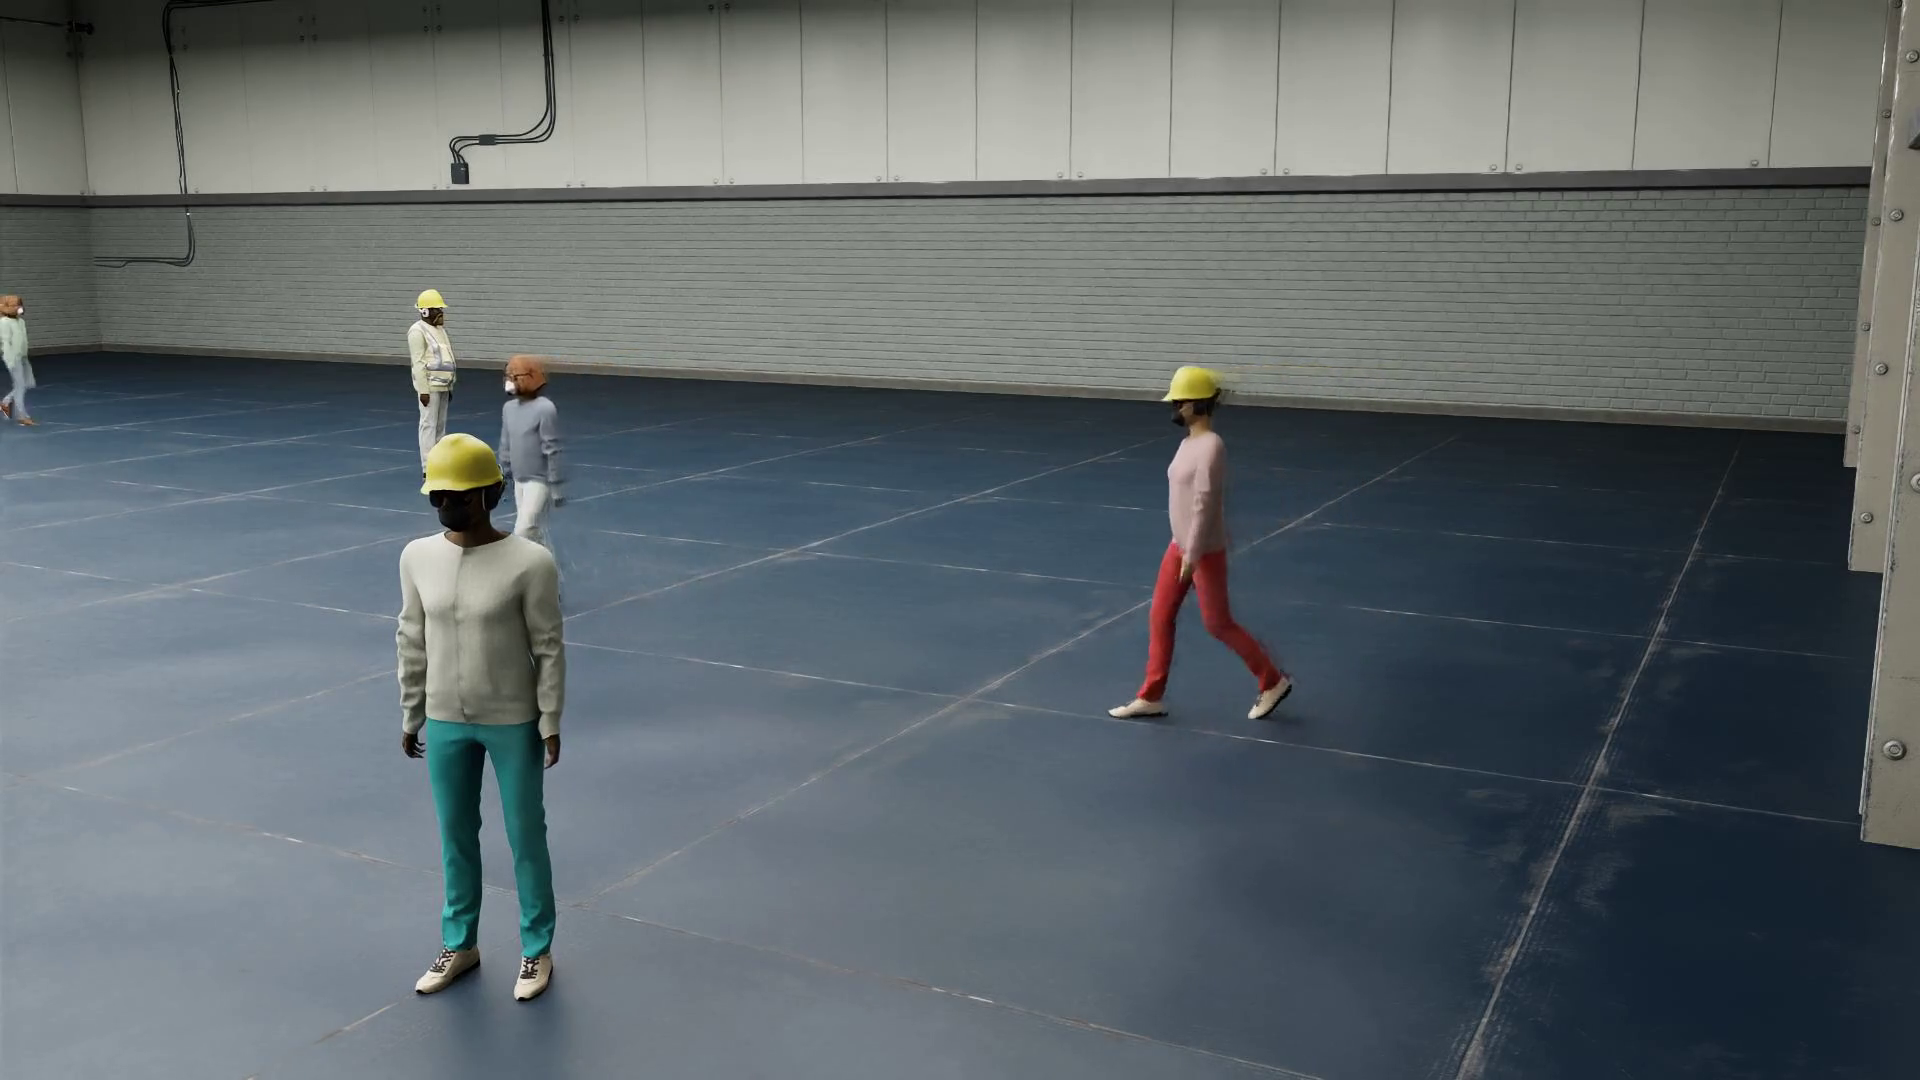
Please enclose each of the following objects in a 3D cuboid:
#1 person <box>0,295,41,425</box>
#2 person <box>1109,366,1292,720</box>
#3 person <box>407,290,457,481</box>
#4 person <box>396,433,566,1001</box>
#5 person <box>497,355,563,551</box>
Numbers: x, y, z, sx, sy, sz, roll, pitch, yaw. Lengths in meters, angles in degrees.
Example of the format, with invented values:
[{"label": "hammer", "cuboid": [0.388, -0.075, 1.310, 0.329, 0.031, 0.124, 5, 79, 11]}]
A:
[{"label": "person", "cuboid": [-11.721, -2.217, 20.593, 0.477, 1.620, 0.504, 0, 10, -1]}, {"label": "person", "cuboid": [1.187, 0.024, 8.026, 0.836, 1.736, 0.520, -2, 11, -11]}, {"label": "person", "cuboid": [-5.043, -1.479, 15.977, 0.404, 1.833, 0.588, 1, 10, 5]}, {"label": "person", "cuboid": [-1.471, 0.550, 5.094, 0.533, 1.767, 0.327, 2, 11, 10]}, {"label": "person", "cuboid": [-2.709, -0.331, 10.311, 0.518, 1.616, 0.511, 9, 14, 42]}]
